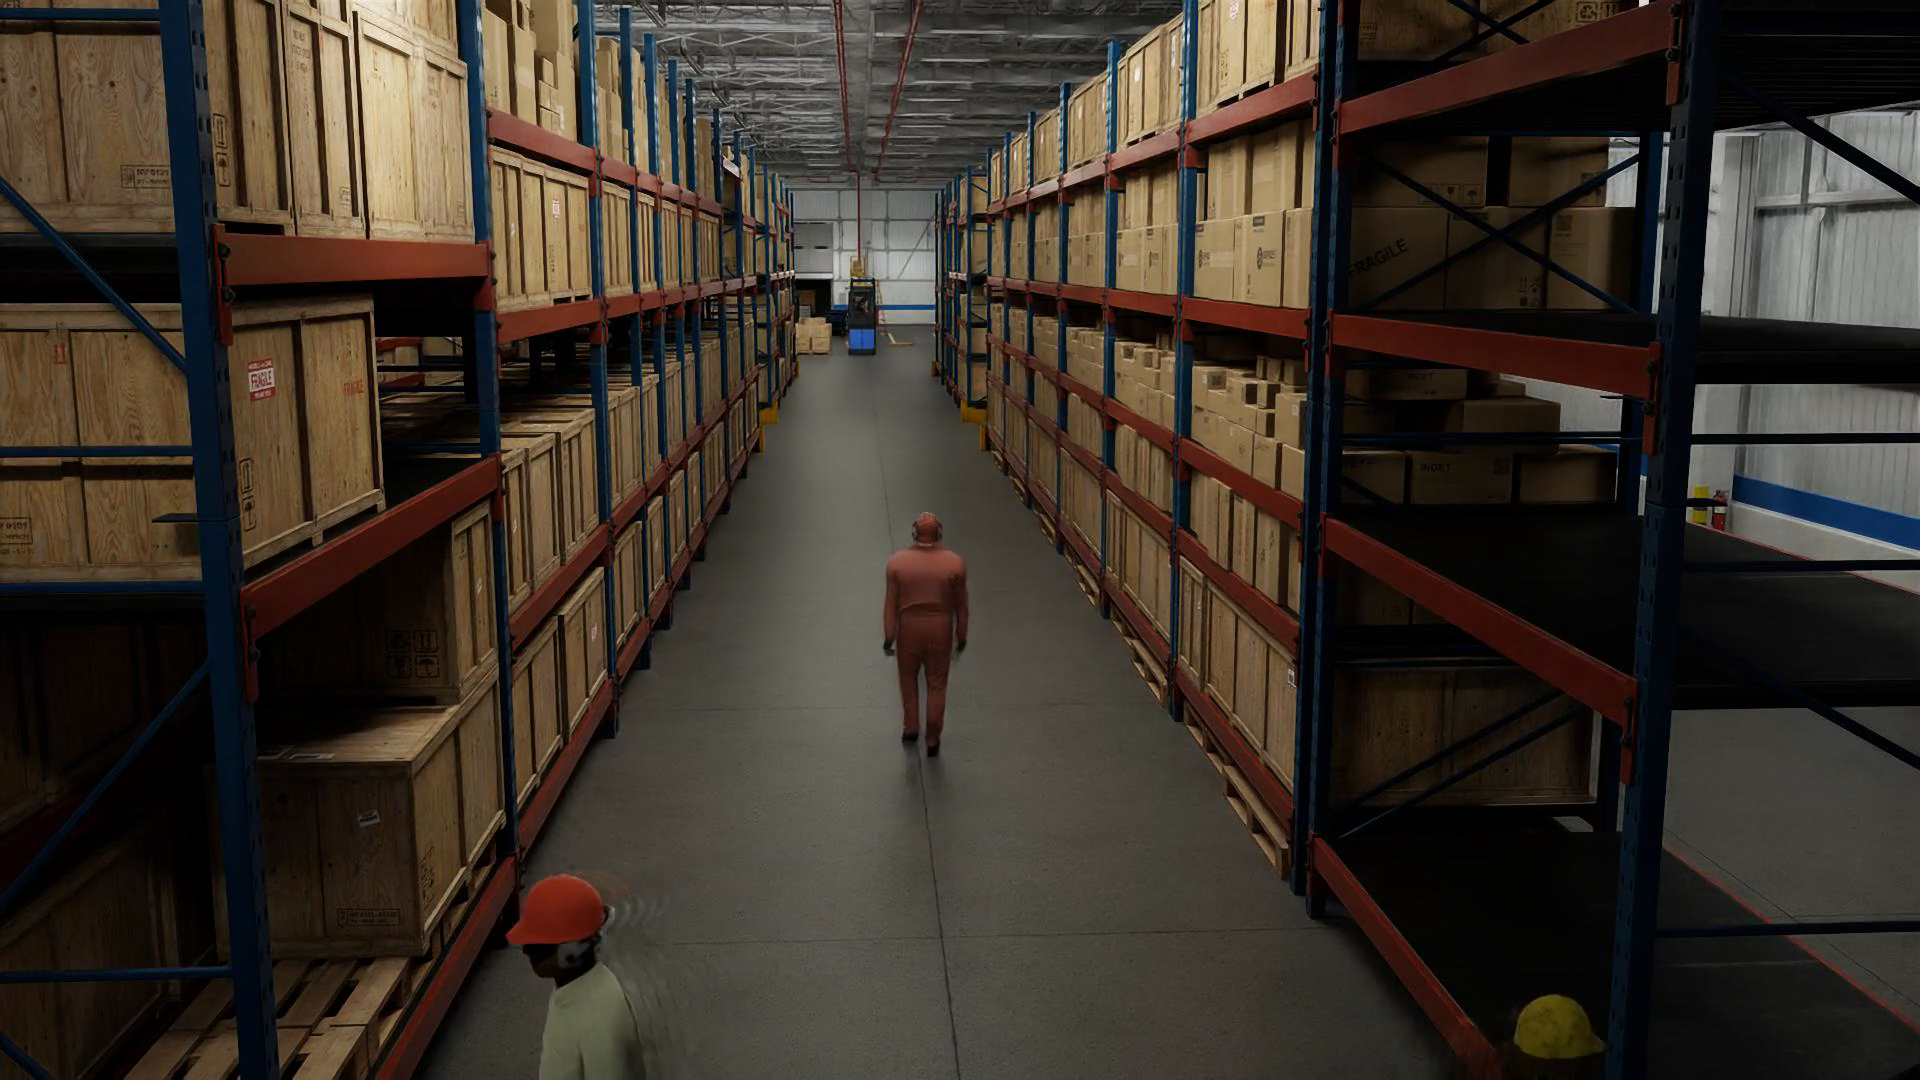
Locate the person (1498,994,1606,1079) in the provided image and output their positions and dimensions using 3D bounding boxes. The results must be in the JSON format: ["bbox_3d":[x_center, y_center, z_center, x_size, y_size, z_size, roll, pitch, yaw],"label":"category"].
[{"bbox_3d":[1.650,2.171,4.922,0.639,1.726,0.494,-1,10,-4],"label":"person"}]

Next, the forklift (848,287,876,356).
[{"bbox_3d":[-4.020,-8.965,68.019,1.129,2.768,1.873,-1,10,-4],"label":"forklift"}]

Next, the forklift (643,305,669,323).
[{"bbox_3d":[-9.940,-6.663,54.271,1.129,2.768,1.873,-1,10,-3],"label":"forklift"}]

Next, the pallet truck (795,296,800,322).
[{"bbox_3d":[-8.622,-12.439,91.403,1.885,1.965,0.823,2,10,13],"label":"pallet truck"}]

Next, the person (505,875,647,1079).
[{"bbox_3d":[-1.184,1.995,5.368,1.048,1.942,0.651,-3,10,-19],"label":"person"}]

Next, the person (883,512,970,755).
[{"bbox_3d":[-0.265,0.714,13.152,0.682,1.881,0.727,0,10,-3],"label":"person"}]

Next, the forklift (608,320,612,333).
[{"bbox_3d":[-9.470,-5.392,46.679,1.129,2.768,1.873,-1,10,-4],"label":"forklift"}]
